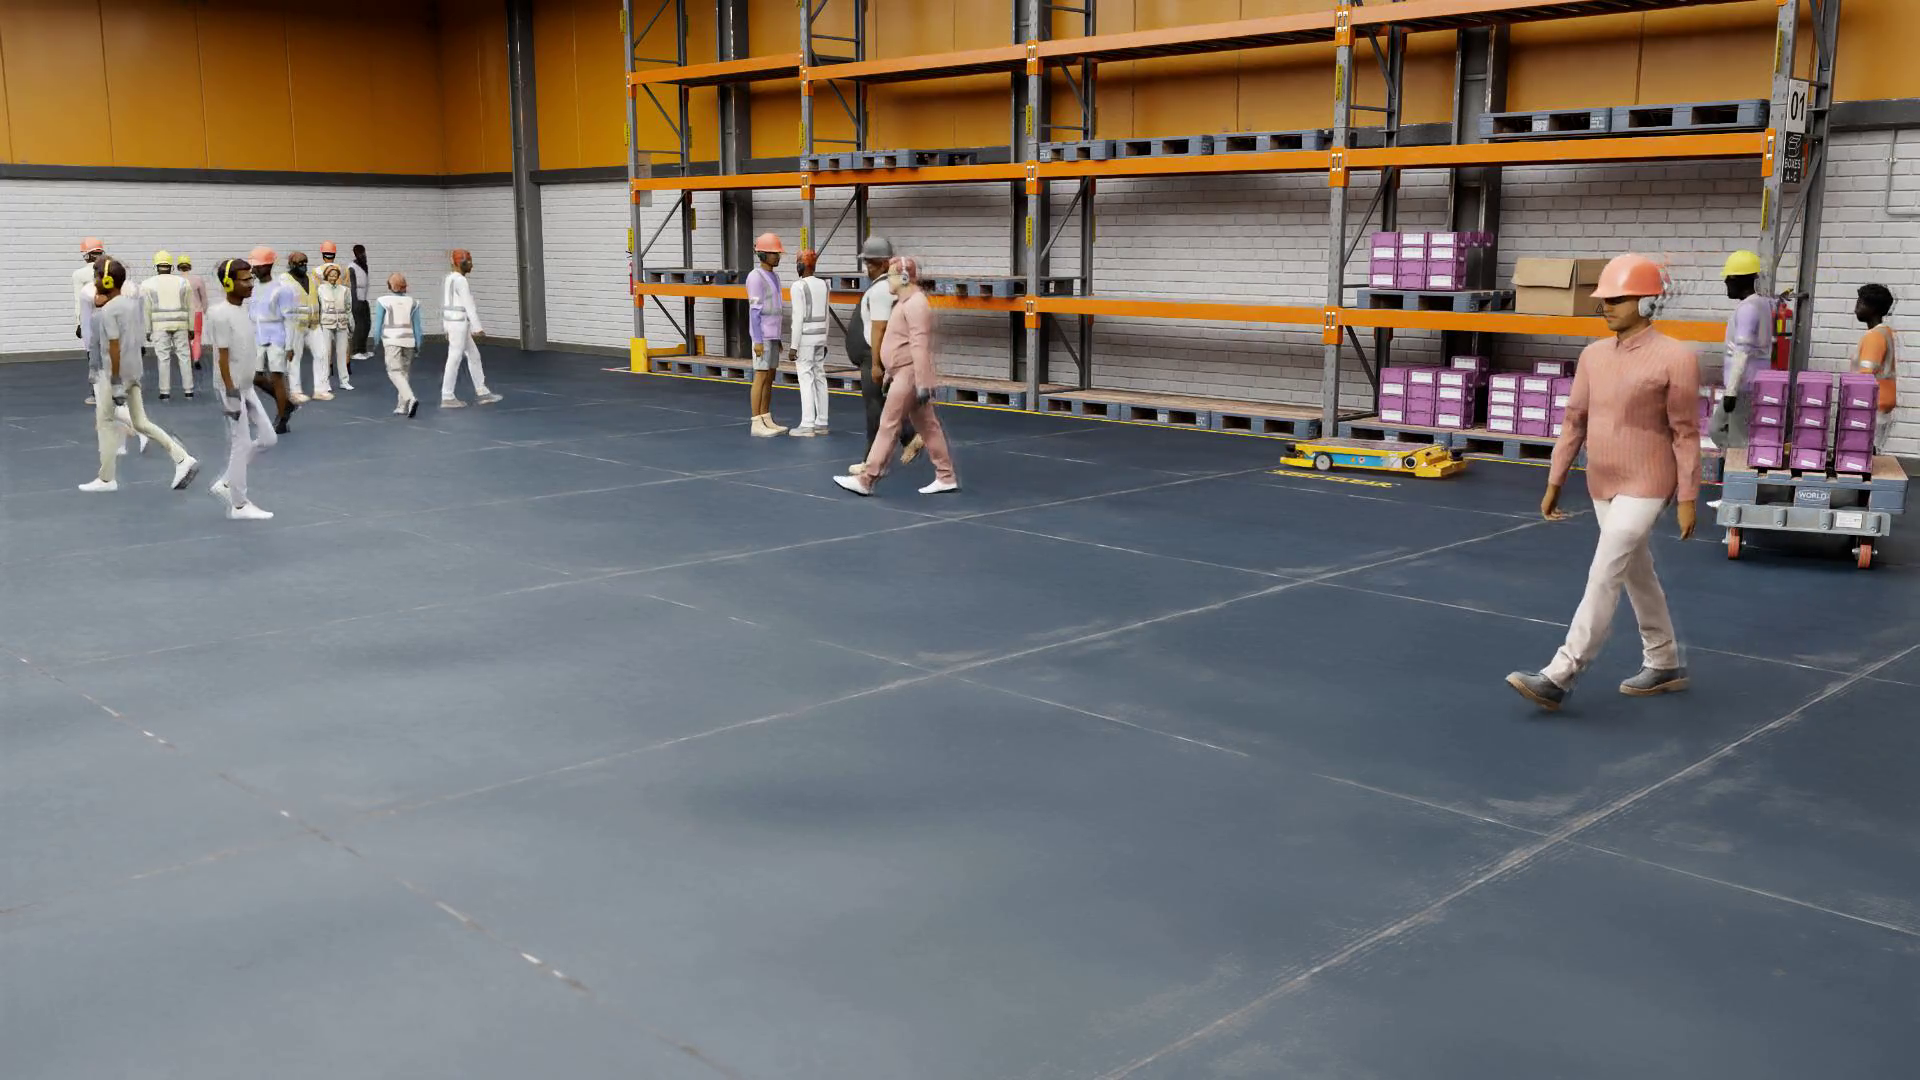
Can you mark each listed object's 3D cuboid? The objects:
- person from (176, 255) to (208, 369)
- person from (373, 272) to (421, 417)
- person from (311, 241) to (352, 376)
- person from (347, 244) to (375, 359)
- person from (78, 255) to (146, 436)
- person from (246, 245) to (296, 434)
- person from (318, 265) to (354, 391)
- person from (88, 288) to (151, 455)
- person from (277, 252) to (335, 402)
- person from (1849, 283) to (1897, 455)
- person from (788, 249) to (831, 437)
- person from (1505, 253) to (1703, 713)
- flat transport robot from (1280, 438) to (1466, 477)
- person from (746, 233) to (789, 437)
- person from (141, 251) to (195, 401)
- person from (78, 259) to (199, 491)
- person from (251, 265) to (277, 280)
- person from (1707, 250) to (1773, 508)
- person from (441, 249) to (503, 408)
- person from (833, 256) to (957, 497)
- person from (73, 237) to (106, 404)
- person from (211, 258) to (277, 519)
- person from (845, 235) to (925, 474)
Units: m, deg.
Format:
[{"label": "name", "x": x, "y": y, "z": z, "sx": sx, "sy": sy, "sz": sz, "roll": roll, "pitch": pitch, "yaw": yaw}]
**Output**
[{"label": "person", "x": -11.723, "y": -3.456, "z": 25.284, "sx": 0.519, "sy": 1.735, "sz": 0.896, "roll": -4, "pitch": 11, "yaw": -19}, {"label": "person", "x": -6.236, "y": -2.175, "z": 18.569, "sx": 0.758, "sy": 1.614, "sz": 0.512, "roll": 10, "pitch": 14, "yaw": 44}, {"label": "person", "x": -9.079, "y": -3.345, "z": 24.065, "sx": 0.544, "sy": 1.939, "sz": 0.354, "roll": -7, "pitch": 12, "yaw": -32}, {"label": "person", "x": -9.803, "y": -3.878, "z": 27.149, "sx": 0.451, "sy": 1.872, "sz": 0.652, "roll": 1, "pitch": 10, "yaw": 7}, {"label": "person", "x": -8.616, "y": -1.978, "z": 16.927, "sx": 0.639, "sy": 1.817, "sz": 0.730, "roll": -8, "pitch": 13, "yaw": -37}, {"label": "person", "x": -7.018, "y": -2.035, "z": 16.970, "sx": 0.552, "sy": 1.919, "sz": 0.513, "roll": 4, "pitch": 11, "yaw": 18}, {"label": "person", "x": -8.182, "y": -2.766, "z": 21.727, "sx": 0.511, "sy": 1.640, "sz": 0.308, "roll": -10, "pitch": 14, "yaw": -44}, {"label": "person", "x": -7.684, "y": -1.558, "z": 15.205, "sx": 0.601, "sy": 1.614, "sz": 0.515, "roll": 2, "pitch": 11, "yaw": 13}, {"label": "person", "x": -7.930, "y": -2.575, "z": 20.177, "sx": 0.679, "sy": 1.817, "sz": 0.666, "roll": 6, "pitch": 12, "yaw": 29}, {"label": "person", "x": 6.285, "y": -0.940, "z": 11.633, "sx": 0.468, "sy": 1.687, "sz": 0.555, "roll": 5, "pitch": 12, "yaw": 27}, {"label": "person", "x": -1.528, "y": -1.987, "z": 16.807, "sx": 0.341, "sy": 1.882, "sz": 0.587, "roll": 6, "pitch": 12, "yaw": 31}, {"label": "person", "x": 2.776, "y": -0.238, "z": 7.113, "sx": 1.038, "sy": 1.935, "sz": 0.653, "roll": -4, "pitch": 11, "yaw": -20}, {"label": "flat transport robot", "x": 3.559, "y": -0.728, "z": 14.345, "sx": 1.431, "sy": 0.197, "sz": 0.652, "roll": 7, "pitch": 13, "yaw": 34}, {"label": "person", "x": -1.922, "y": -2.066, "z": 16.802, "sx": 0.391, "sy": 2.041, "sz": 0.615, "roll": 3, "pitch": 11, "yaw": 14}, {"label": "person", "x": -9.681, "y": -2.614, "z": 20.364, "sx": 0.586, "sy": 1.833, "sz": 0.404, "roll": -7, "pitch": 13, "yaw": -34}, {"label": "person", "x": -6.550, "y": -1.291, "z": 13.126, "sx": 0.870, "sy": 1.839, "sz": 0.519, "roll": 0, "pitch": 10, "yaw": 0}, {"label": "person", "x": -11.224, "y": -3.749, "z": 26.892, "sx": 0.476, "sy": 1.709, "sz": 0.734, "roll": -2, "pitch": 11, "yaw": -9}, {"label": "person", "x": 5.729, "y": -1.163, "z": 12.244, "sx": 0.419, "sy": 1.907, "sz": 0.617, "roll": 6, "pitch": 12, "yaw": 29}, {"label": "person", "x": -5.783, "y": -2.493, "z": 19.655, "sx": 0.868, "sy": 1.849, "sz": 0.579, "roll": -5, "pitch": 11, "yaw": -25}, {"label": "person", "x": -0.476, "y": -1.256, "z": 12.899, "sx": 1.004, "sy": 1.851, "sz": 0.676, "roll": -1, "pitch": 10, "yaw": -5}, {"label": "person", "x": -10.360, "y": -2.633, "z": 20.028, "sx": 0.377, "sy": 1.995, "sz": 0.612, "roll": 6, "pitch": 12, "yaw": 28}, {"label": "person", "x": -5.103, "y": -1.062, "z": 11.822, "sx": 0.406, "sy": 1.858, "sz": 0.554, "roll": -1, "pitch": 10, "yaw": -4}, {"label": "person", "x": -0.669, "y": -1.560, "z": 14.051, "sx": 0.604, "sy": 2.000, "sz": 0.699, "roll": 2, "pitch": 11, "yaw": 9}]
